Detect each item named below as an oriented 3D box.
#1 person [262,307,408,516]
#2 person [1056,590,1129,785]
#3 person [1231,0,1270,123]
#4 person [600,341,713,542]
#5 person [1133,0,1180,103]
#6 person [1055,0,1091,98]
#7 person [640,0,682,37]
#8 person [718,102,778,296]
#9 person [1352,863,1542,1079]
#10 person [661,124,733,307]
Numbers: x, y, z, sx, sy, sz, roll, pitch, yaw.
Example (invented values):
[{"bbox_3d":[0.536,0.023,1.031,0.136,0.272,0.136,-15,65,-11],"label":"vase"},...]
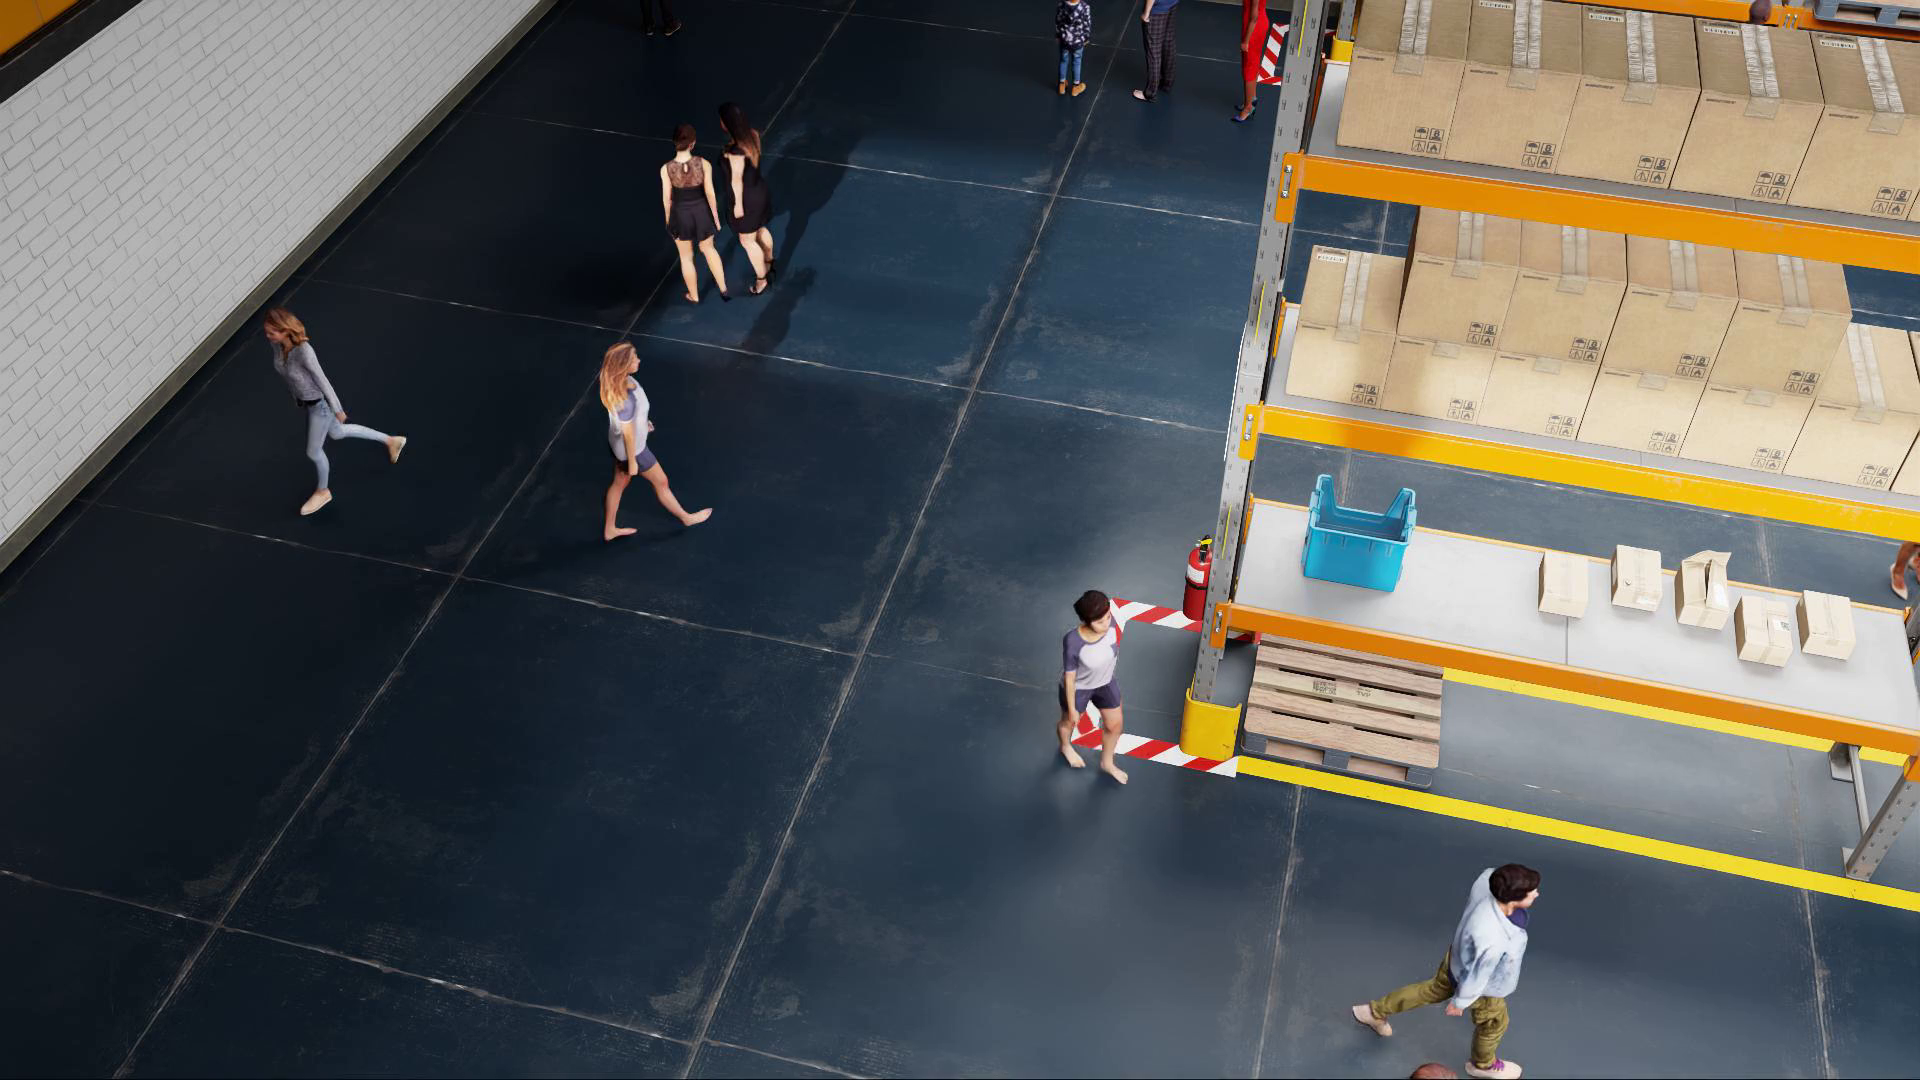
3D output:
[{"bbox_3d":[-4.500,-0.985,11.854,1.030,1.755,1.151,-34,53,-30],"label":"person"},{"bbox_3d":[0.730,0.849,10.127,0.794,1.481,0.866,-27,50,-25],"label":"person"},{"bbox_3d":[2.811,-4.846,15.915,0.494,1.744,0.578,13,45,13],"label":"person"},{"bbox_3d":[-2.375,-0.629,11.530,1.112,1.686,0.982,-16,46,-16],"label":"person"},{"bbox_3d":[1.966,-5.198,16.191,0.721,1.872,0.738,33,53,30],"label":"person"},{"bbox_3d":[1.100,-4.996,16.429,0.437,1.251,0.548,15,46,15],"label":"person"},{"bbox_3d":[-3.221,-6.110,17.207,0.508,1.792,0.740,4,44,4],"label":"person"},{"bbox_3d":[-1.733,-2.834,13.834,0.635,1.700,0.674,6,44,6],"label":"person"},{"bbox_3d":[2.546,2.179,8.514,1.157,1.780,0.709,8,44,8],"label":"person"},{"bbox_3d":[-2.158,-2.604,13.615,0.804,1.669,0.853,-16,46,-16],"label":"person"}]
